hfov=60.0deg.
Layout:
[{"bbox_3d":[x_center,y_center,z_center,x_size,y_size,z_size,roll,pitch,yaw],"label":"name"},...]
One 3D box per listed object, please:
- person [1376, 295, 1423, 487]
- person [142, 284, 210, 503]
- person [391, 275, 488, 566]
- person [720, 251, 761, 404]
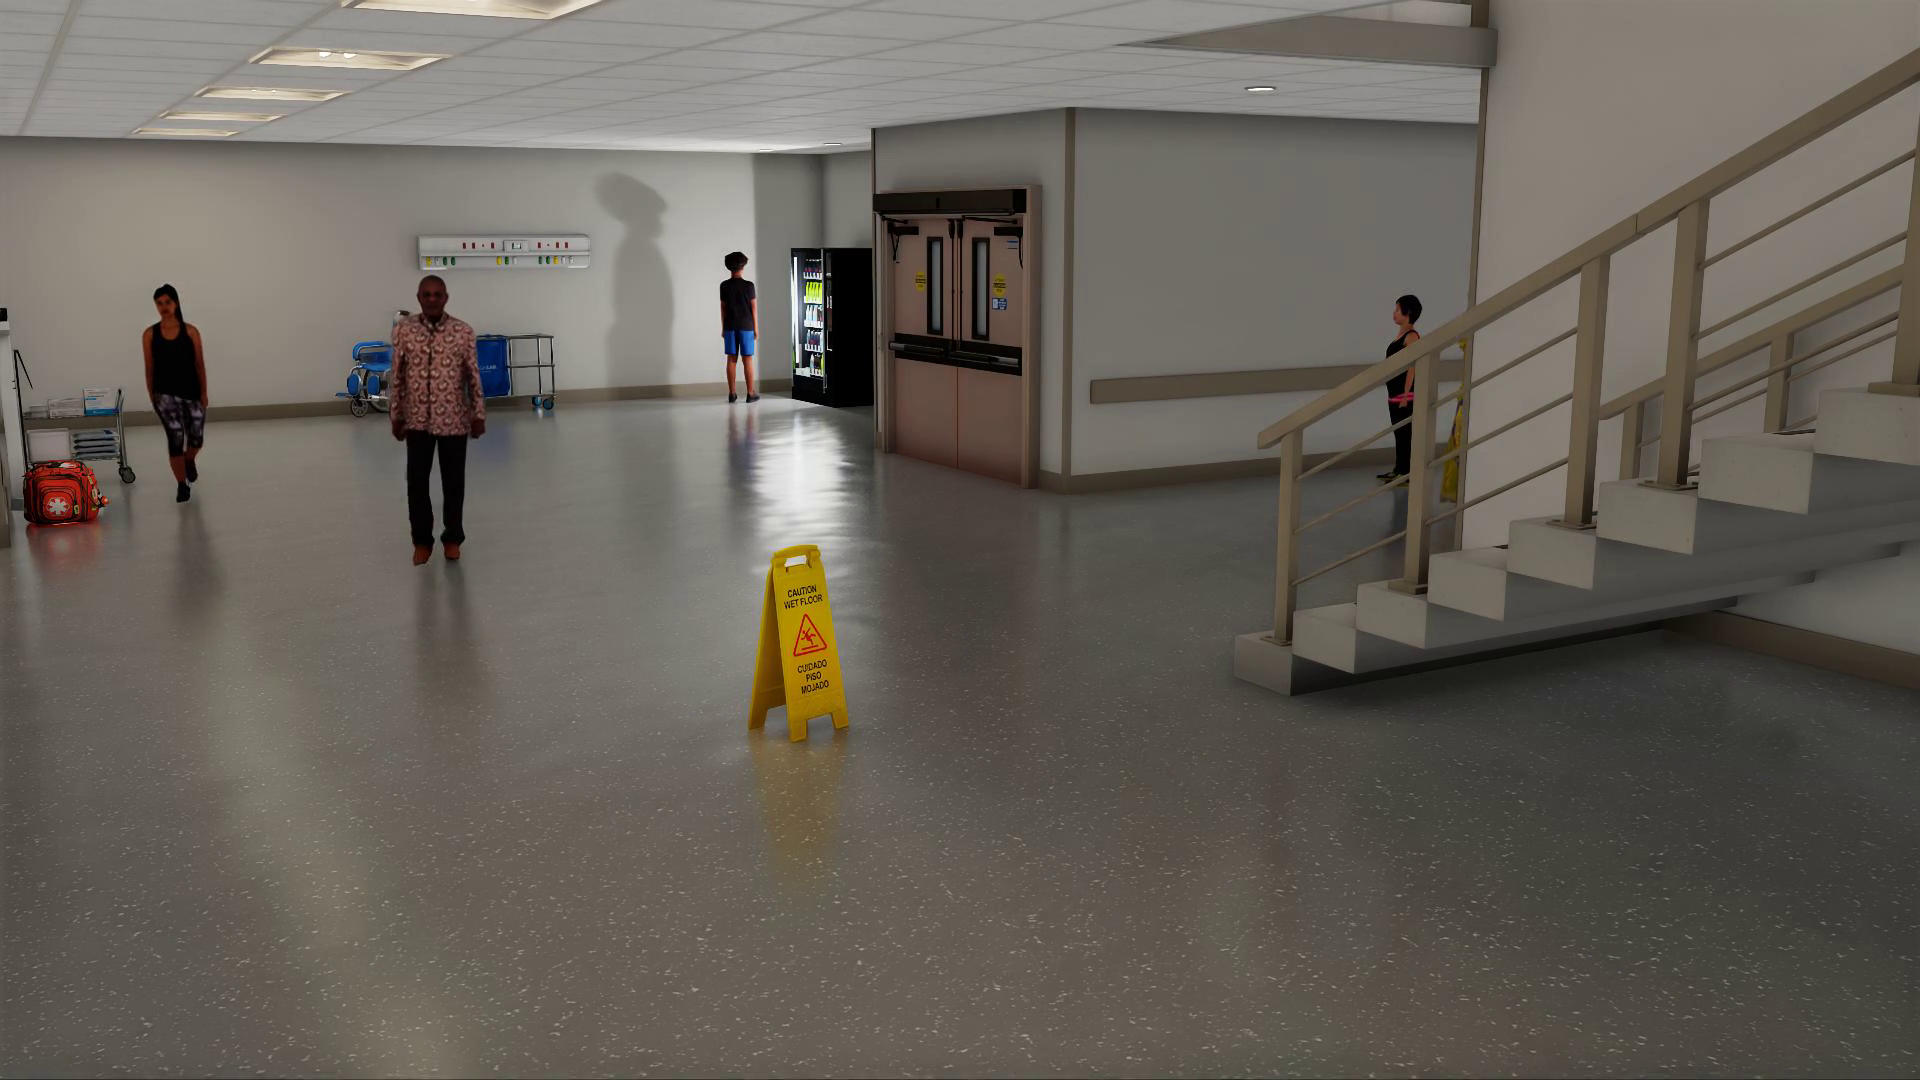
[{"bbox_3d":[3.631,-1.230,13.616,0.682,1.552,0.594,1,11,3],"label":"person"},{"bbox_3d":[-6.033,-1.129,12.849,0.588,1.641,0.933,-5,12,-26],"label":"person"},{"bbox_3d":[-3.307,-0.763,10.525,0.855,1.788,0.905,-3,11,-14],"label":"person"},{"bbox_3d":[-2.654,-2.557,19.951,0.706,1.799,0.745,1,11,4],"label":"person"}]
